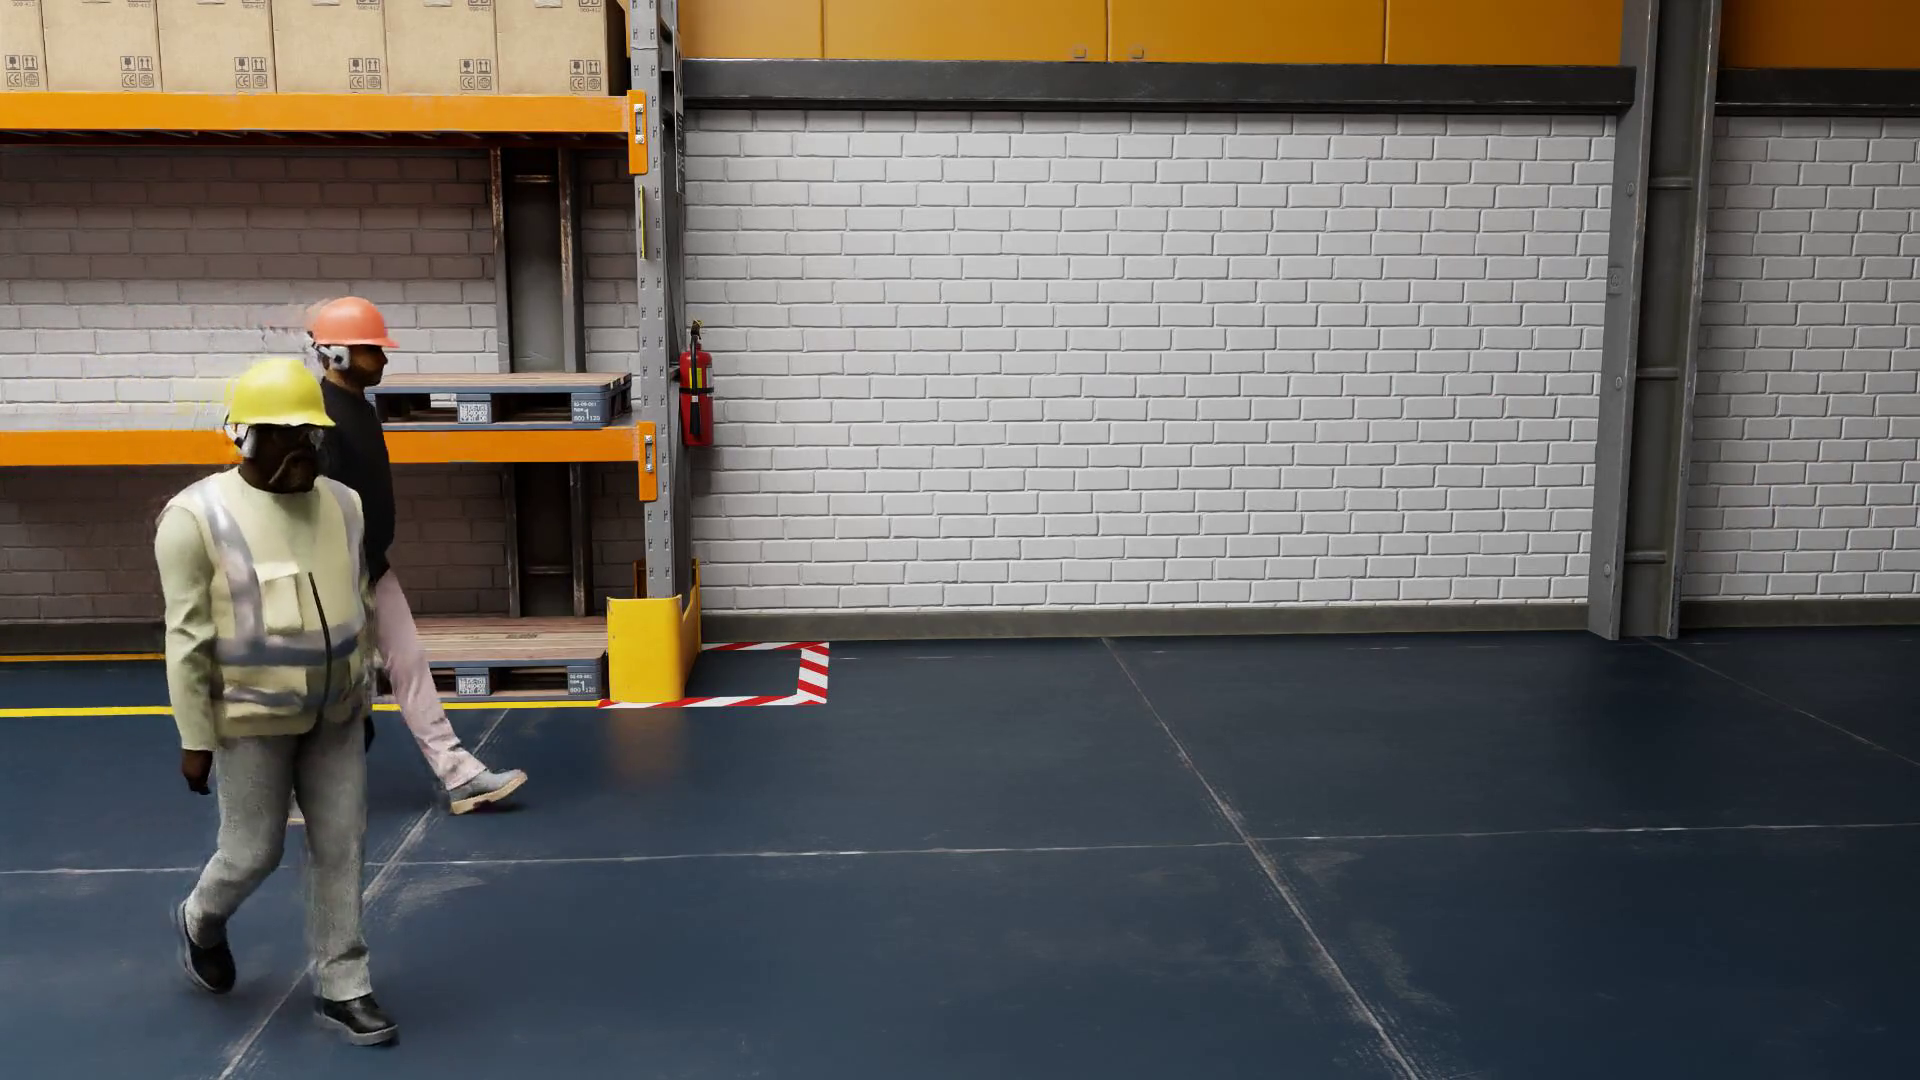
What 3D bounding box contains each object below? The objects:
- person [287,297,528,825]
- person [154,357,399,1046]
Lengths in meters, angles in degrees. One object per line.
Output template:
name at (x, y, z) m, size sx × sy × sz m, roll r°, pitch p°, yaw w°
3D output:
person at (-2.166, 0.098, 6.052) m, size 1.013 × 1.936 × 0.649 m, roll 0°, pitch 9°, yaw 1°
person at (-1.817, 0.422, 4.407) m, size 0.676 × 1.815 × 0.604 m, roll 6°, pitch 11°, yaw 35°
